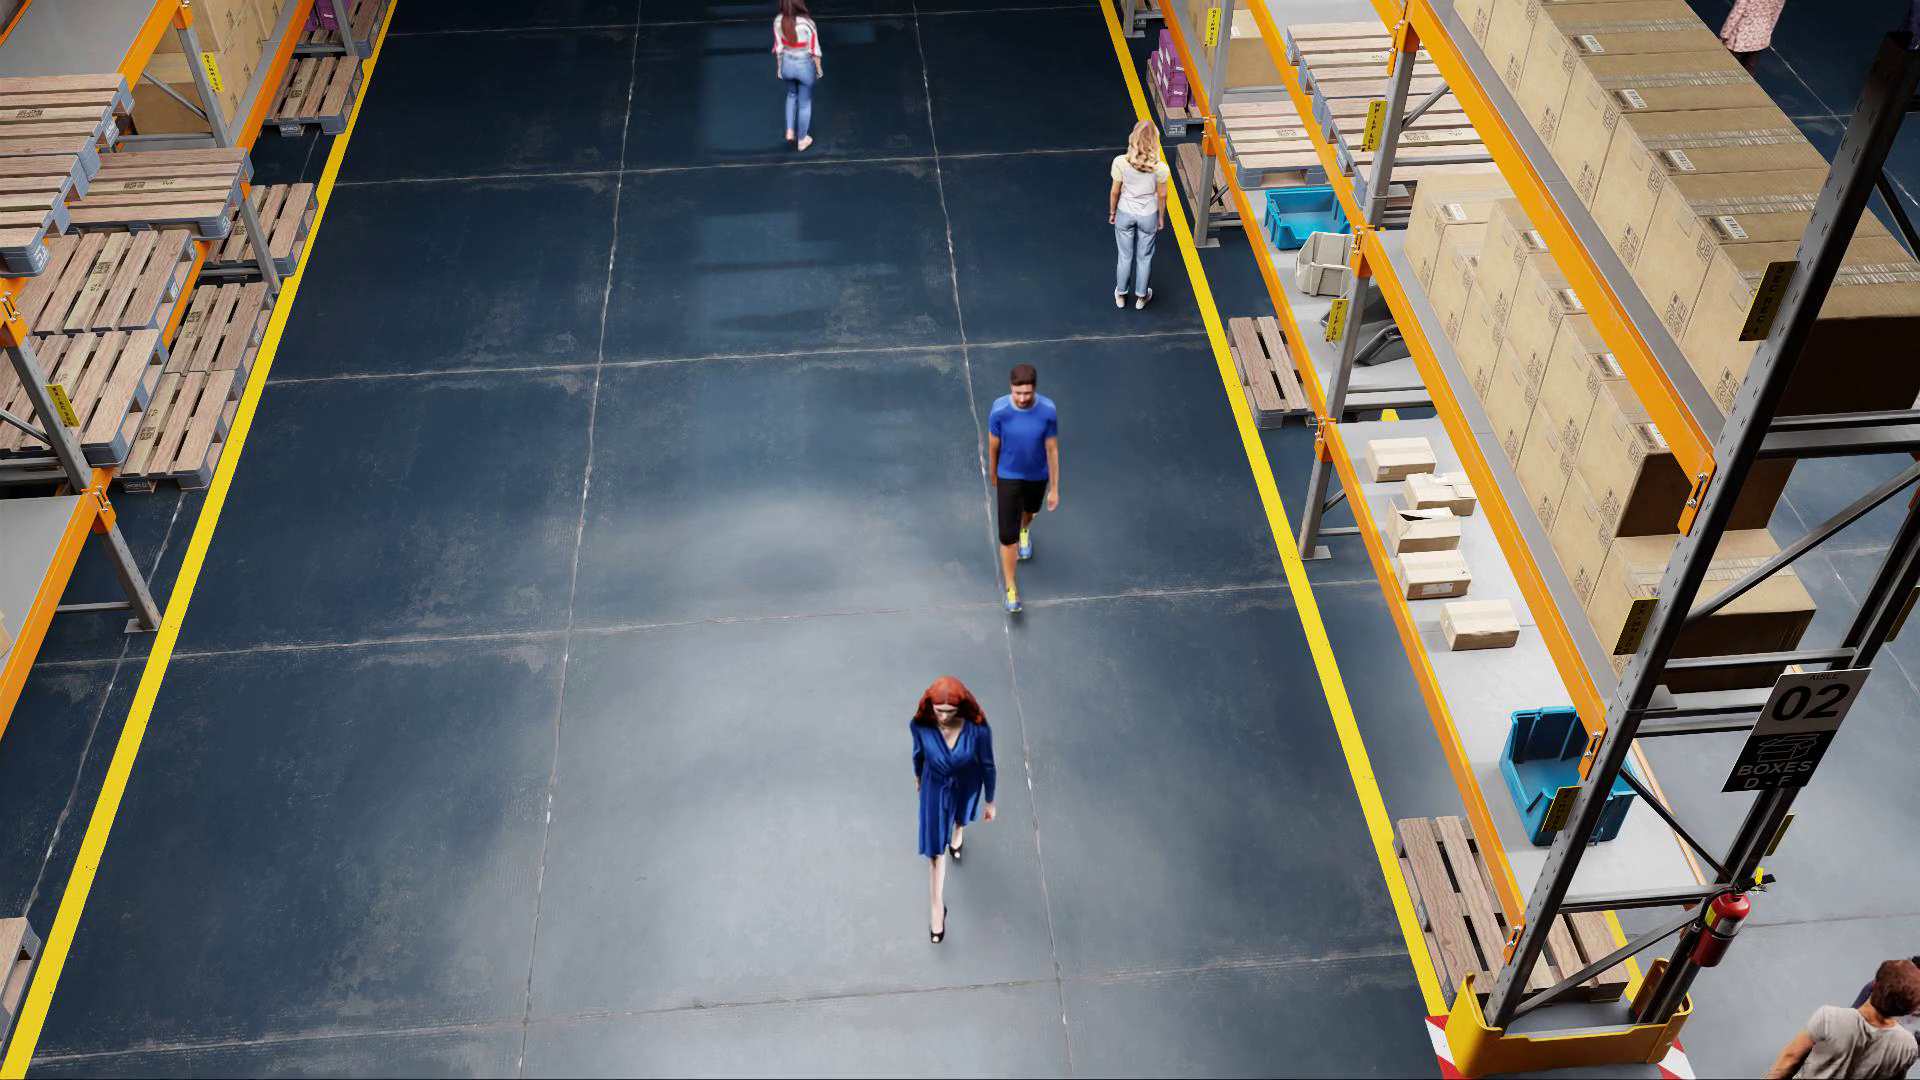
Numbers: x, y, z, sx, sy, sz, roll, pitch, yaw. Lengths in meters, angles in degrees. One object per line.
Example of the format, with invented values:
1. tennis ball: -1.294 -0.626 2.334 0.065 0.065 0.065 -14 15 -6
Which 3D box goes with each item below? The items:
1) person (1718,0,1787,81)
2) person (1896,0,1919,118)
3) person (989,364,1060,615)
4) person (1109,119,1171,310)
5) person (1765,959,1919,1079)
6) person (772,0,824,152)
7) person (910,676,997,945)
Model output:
1. person: 7.492 -4.797 15.817 0.699 1.811 0.609 -7 44 -8
2. person: 9.152 -4.803 15.923 0.771 1.674 0.790 -23 48 -22
3. person: 0.435 -0.501 11.302 0.601 1.817 1.178 -3 44 -3
4. person: 1.456 -2.654 13.632 0.684 1.723 0.635 7 44 7
5. person: 4.070 2.725 7.888 0.894 1.857 1.039 10 45 10
6. person: -1.537 -4.351 15.501 0.698 1.602 0.720 13 45 14
7. person: -0.024 1.337 9.400 0.746 1.781 1.155 2 44 2
